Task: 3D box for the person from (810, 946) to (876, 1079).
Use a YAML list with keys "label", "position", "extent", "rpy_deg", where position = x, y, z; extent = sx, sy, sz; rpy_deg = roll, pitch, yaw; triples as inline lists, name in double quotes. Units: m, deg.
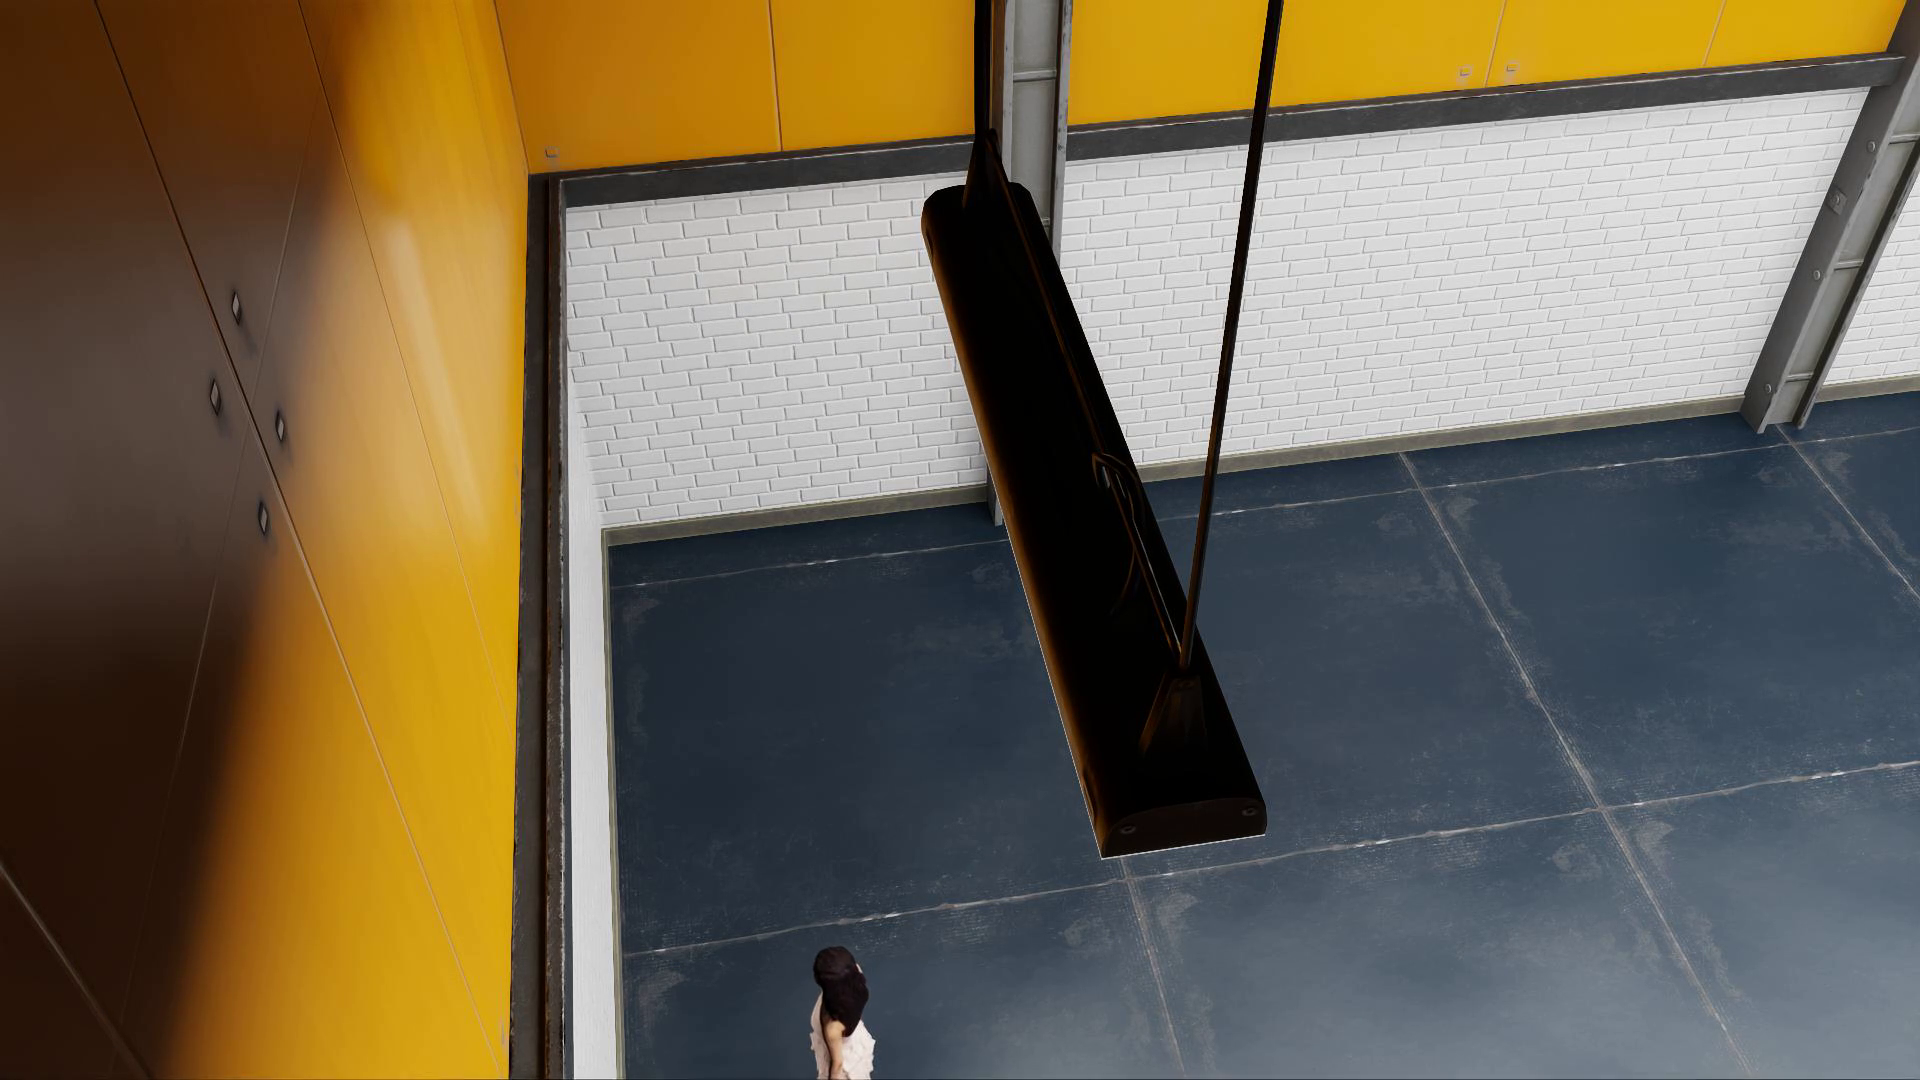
- label: "person"
  position: [-0.552, 2.511, 8.086]
  extent: [0.664, 1.734, 0.658]
  rpy_deg: [11, 45, 11]
